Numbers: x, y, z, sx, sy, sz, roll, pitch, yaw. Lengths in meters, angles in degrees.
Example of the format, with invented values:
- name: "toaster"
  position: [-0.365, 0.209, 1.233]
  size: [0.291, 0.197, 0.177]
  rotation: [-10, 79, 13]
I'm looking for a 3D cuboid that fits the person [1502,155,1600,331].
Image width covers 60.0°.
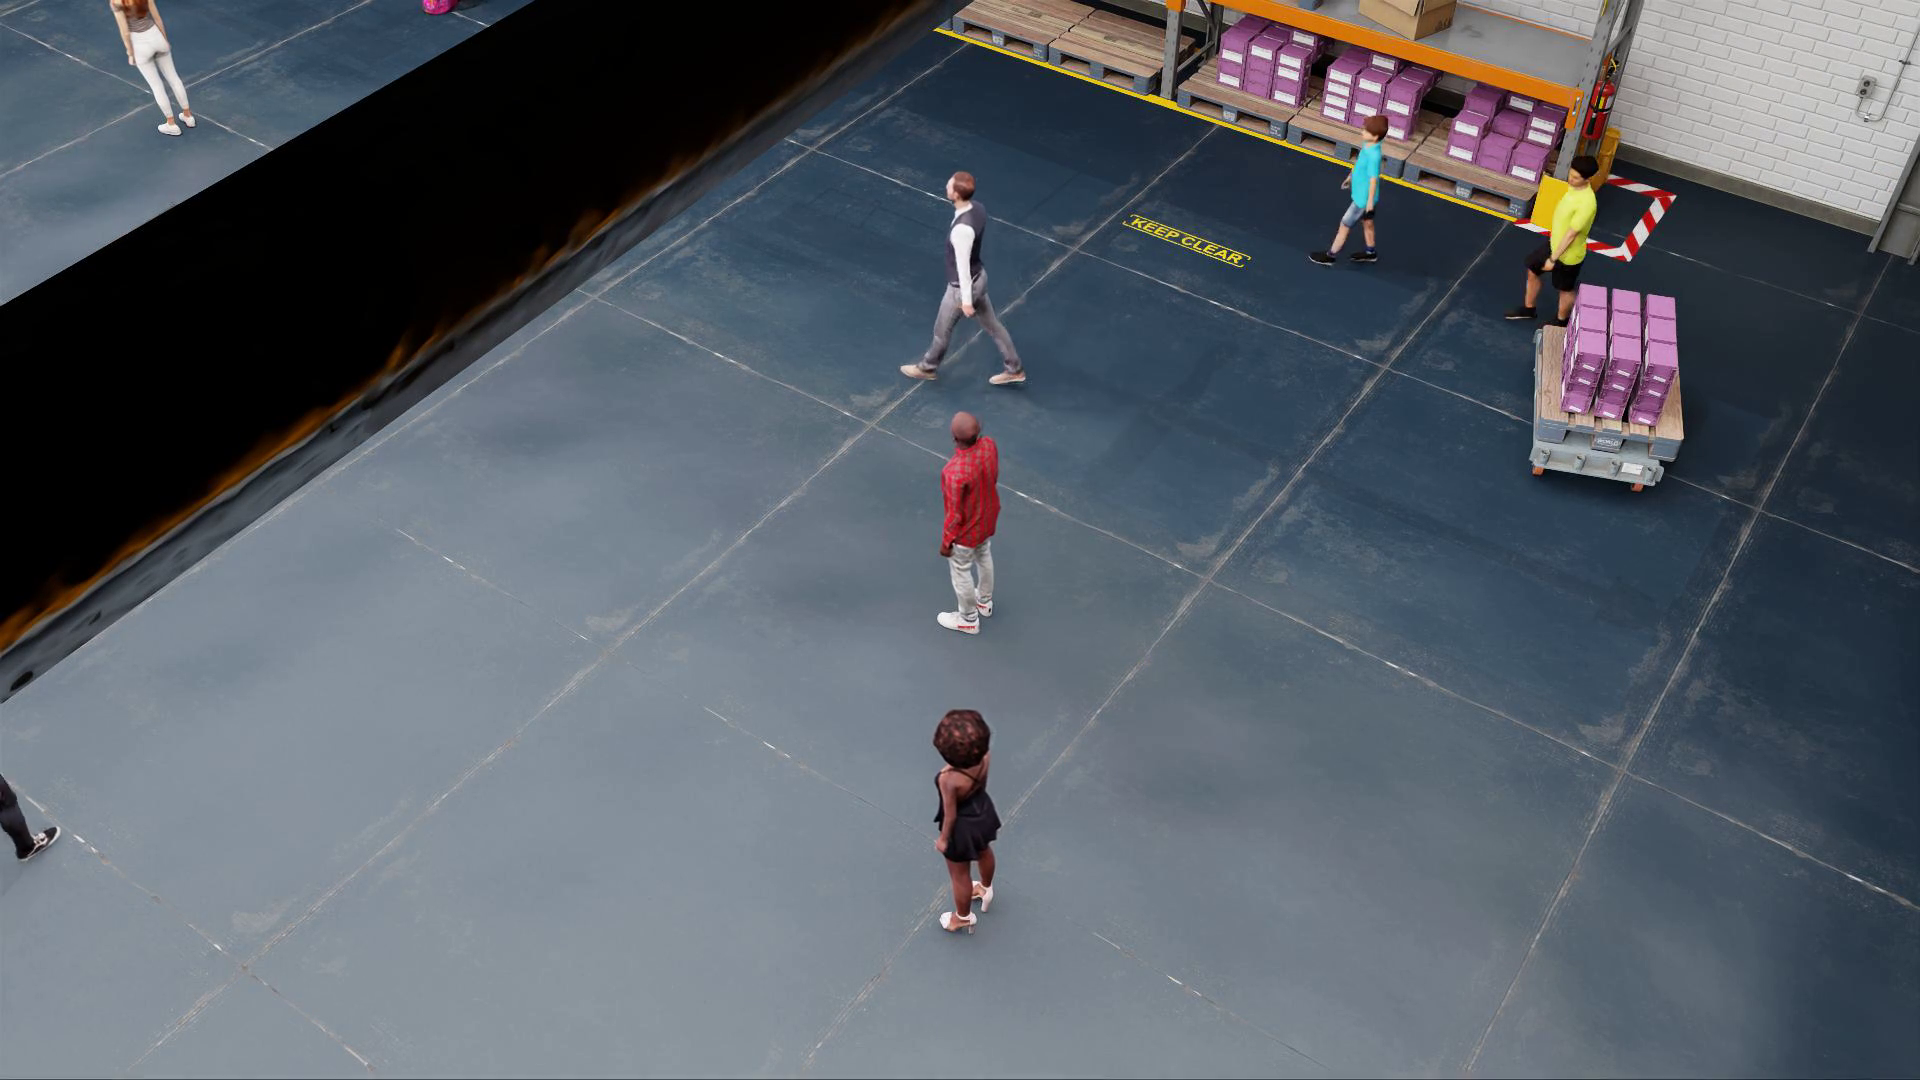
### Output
- name: "person"
  position: [4.960, -2.359, 13.387]
  size: [0.906, 1.673, 0.838]
  rotation: [-2, 44, -2]

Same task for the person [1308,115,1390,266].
- name: "person"
  position: [3.529, -2.969, 14.207]
  size: [0.911, 1.425, 0.736]
  rotation: [8, 44, 8]

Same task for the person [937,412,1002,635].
- name: "person"
  position: [0.071, -0.125, 10.937]
  size: [0.568, 1.818, 0.650]
  rotation: [27, 50, 26]

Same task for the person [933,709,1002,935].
- name: "person"
  position: [0.035, 1.567, 9.183]
  size: [0.531, 1.788, 0.561]
  rotation: [27, 50, 26]

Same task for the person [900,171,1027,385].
- name: "person"
  position: [0.152, -1.946, 12.793]
  size: [1.328, 1.894, 0.942]
  rotation: [11, 45, 11]

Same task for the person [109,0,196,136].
- name: "person"
  position: [-7.698, -4.678, 15.787]
  size: [0.513, 1.722, 0.575]
  rotation: [27, 50, 26]
